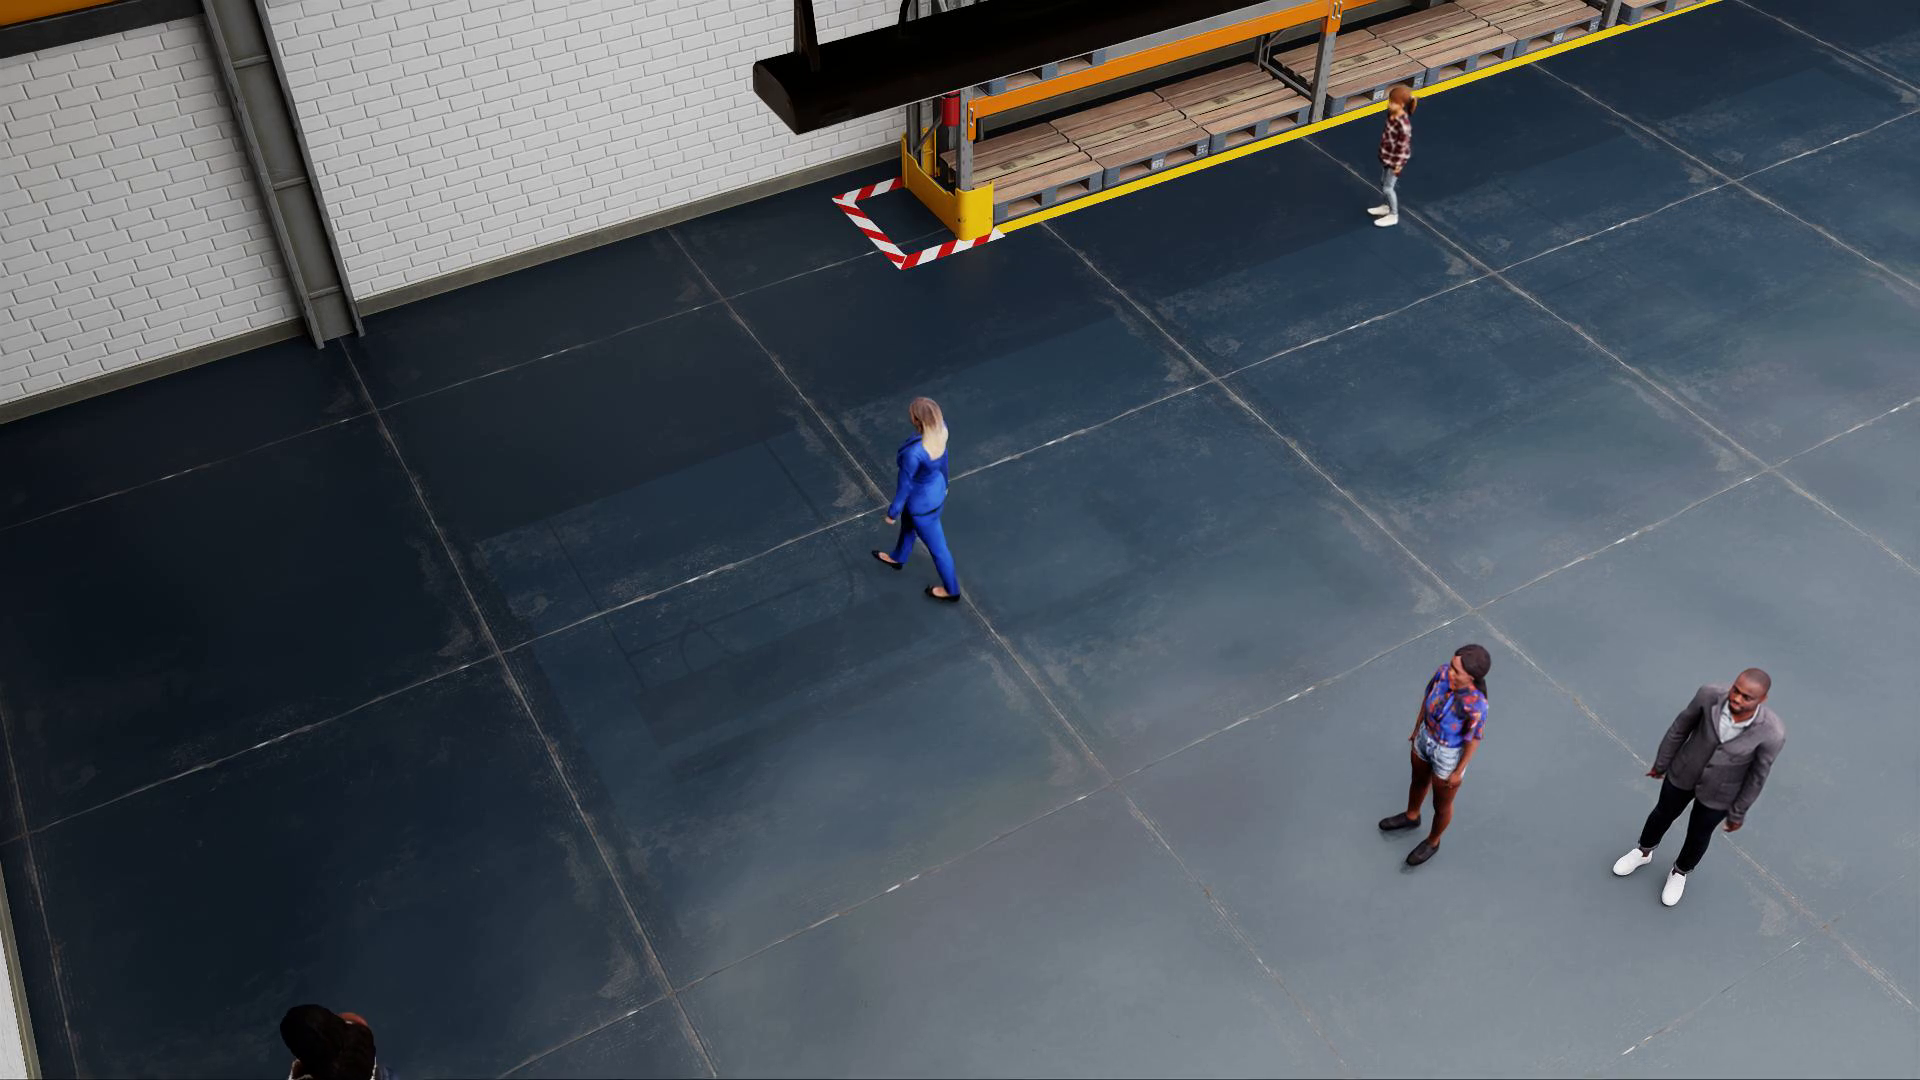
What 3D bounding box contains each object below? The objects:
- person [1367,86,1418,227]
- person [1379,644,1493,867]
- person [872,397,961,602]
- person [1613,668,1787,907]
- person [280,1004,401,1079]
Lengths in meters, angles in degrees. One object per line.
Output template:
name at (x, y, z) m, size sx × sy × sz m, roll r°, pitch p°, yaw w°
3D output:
person at (3.852, -3.399, 14.703) m, size 0.578 × 1.296 × 0.583 m, roll -7°, pitch 44°, yaw -7°
person at (2.768, 1.211, 9.539) m, size 0.535 × 1.745 × 0.607 m, roll -18°, pitch 46°, yaw -18°
person at (-0.142, -0.226, 11.097) m, size 1.040 × 1.676 × 1.014 m, roll 14°, pitch 45°, yaw 14°
person at (4.182, 1.350, 9.339) m, size 0.684 × 1.818 × 0.775 m, roll -34°, pitch 53°, yaw -30°
person at (-2.784, 2.717, 7.938) m, size 1.147 × 1.773 × 1.163 m, roll 15°, pitch 46°, yaw 15°
